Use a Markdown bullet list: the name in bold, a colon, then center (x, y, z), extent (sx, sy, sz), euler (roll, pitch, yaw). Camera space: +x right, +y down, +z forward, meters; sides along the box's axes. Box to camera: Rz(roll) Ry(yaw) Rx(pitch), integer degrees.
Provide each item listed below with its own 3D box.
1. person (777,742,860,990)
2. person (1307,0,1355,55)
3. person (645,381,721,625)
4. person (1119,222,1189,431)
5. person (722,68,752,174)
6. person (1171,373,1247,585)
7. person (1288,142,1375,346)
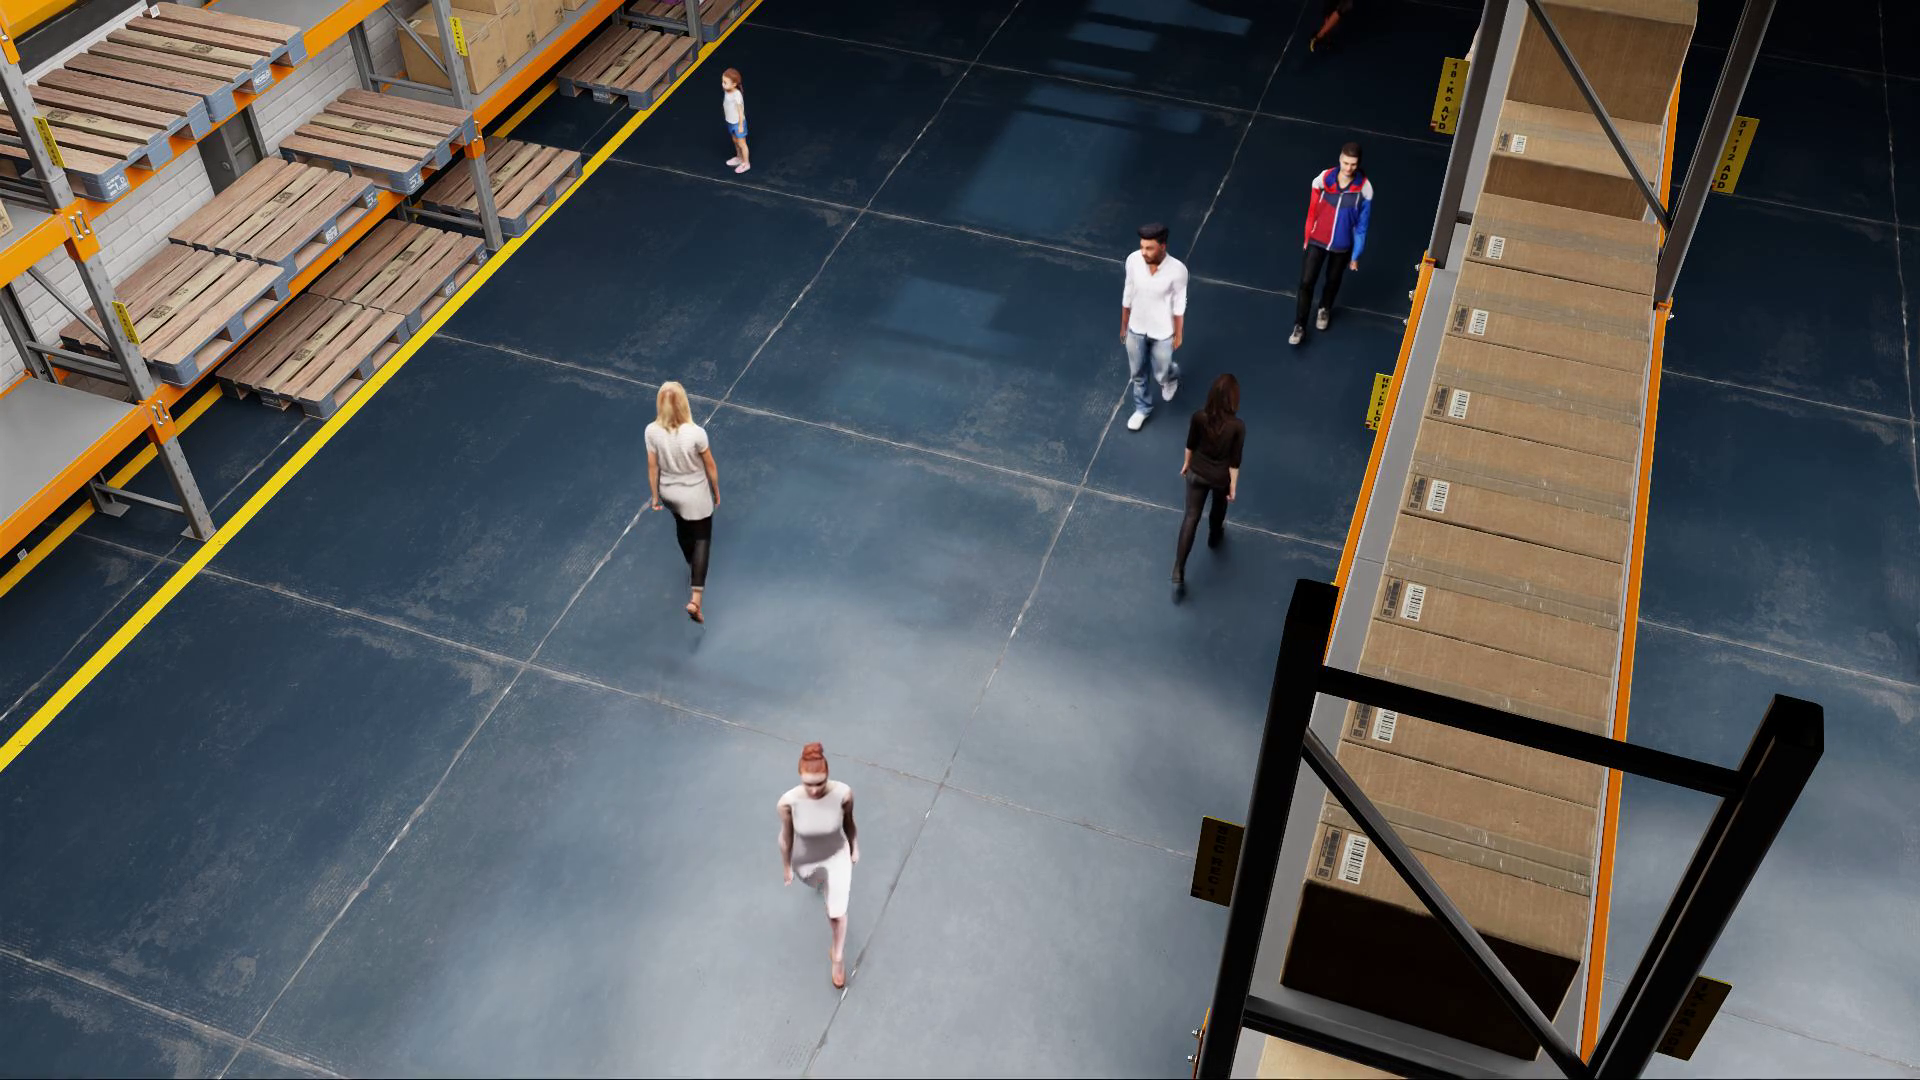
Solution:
- **person**: center (-0.775, 1.665, 9.126), extent (0.916, 1.762, 1.173), euler (-5, 44, -5)
- **person**: center (3.800, -5.671, 16.913), extent (0.898, 1.642, 0.769), euler (-34, 53, -31)
- **person**: center (-1.840, -0.233, 11.088), extent (0.825, 1.803, 1.142), euler (2, 44, 2)
- **person**: center (1.483, -1.672, 12.610), extent (0.698, 1.788, 0.866), euler (17, 46, 17)
- **person**: center (-2.088, -3.932, 15.540), extent (0.526, 1.019, 0.483), euler (-25, 49, -24)
- **person**: center (1.689, -0.376, 11.381), extent (0.580, 1.606, 1.064), euler (14, 45, 15)
- **person**: center (3.037, -2.474, 13.487), extent (0.669, 1.740, 0.910), euler (13, 45, 13)
